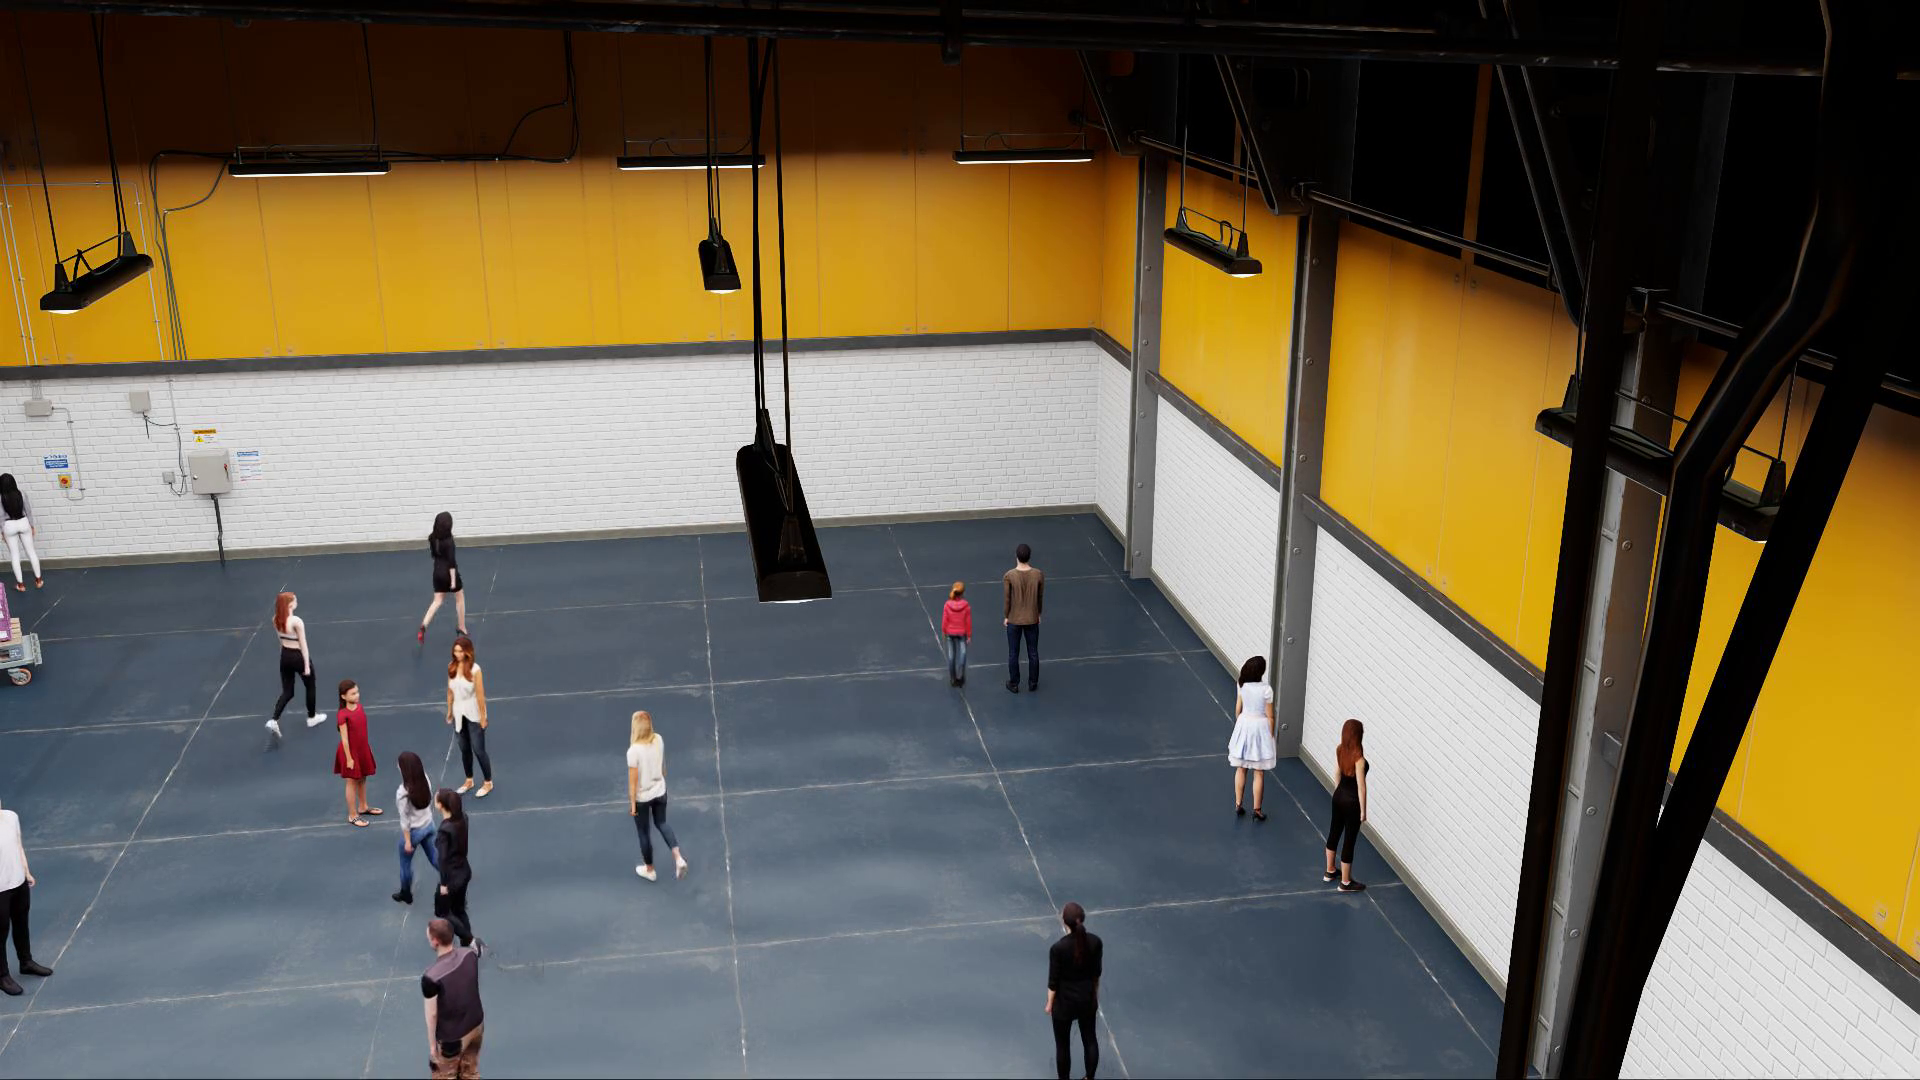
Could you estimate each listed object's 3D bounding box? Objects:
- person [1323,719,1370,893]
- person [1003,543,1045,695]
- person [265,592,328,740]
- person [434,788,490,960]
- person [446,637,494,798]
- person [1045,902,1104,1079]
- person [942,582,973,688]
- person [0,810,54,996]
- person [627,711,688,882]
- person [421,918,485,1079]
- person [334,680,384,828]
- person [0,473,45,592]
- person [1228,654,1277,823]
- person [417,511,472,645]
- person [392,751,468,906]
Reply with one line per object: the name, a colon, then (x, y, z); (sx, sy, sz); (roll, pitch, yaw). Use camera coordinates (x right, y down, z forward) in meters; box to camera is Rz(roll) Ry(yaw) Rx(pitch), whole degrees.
person: (3.677, 2.498, 15.798); (0.669, 1.726, 0.519); (-8, 20, -23)
person: (0.766, 0.943, 20.162); (0.632, 1.889, 0.550); (-3, 19, -10)
person: (-7.655, 1.442, 18.948); (0.970, 1.716, 1.173); (7, 20, 21)
person: (-4.321, 2.963, 14.466); (0.790, 1.696, 0.730); (4, 19, 11)
person: (-5.195, 1.856, 17.616); (0.664, 1.783, 0.689); (8, 20, 22)
person: (0.876, 3.549, 12.779); (0.641, 1.660, 0.600); (-7, 20, -20)
person: (-0.043, 1.176, 20.383); (0.571, 1.305, 0.586); (1, 19, 2)
person: (-8.189, 2.954, 14.229); (0.806, 1.863, 0.676); (7, 20, 19)
person: (-2.880, 2.466, 15.781); (0.998, 1.798, 0.909); (15, 24, 38)
person: (-3.650, 3.637, 12.263); (0.969, 1.824, 0.909); (12, 22, 32)
person: (-6.223, 2.156, 17.084); (0.704, 1.553, 0.643); (4, 19, 12)
person: (-13.382, -0.131, 23.609); (0.674, 1.724, 0.683); (-15, 24, -37)
person: (3.010, 2.028, 17.051); (0.859, 1.818, 0.919); (13, 23, 34)
person: (-6.735, 0.541, 21.539); (0.972, 1.770, 1.124); (9, 21, 25)
person: (-4.916, 2.720, 15.343); (1.046, 1.596, 1.097); (8, 20, 22)
